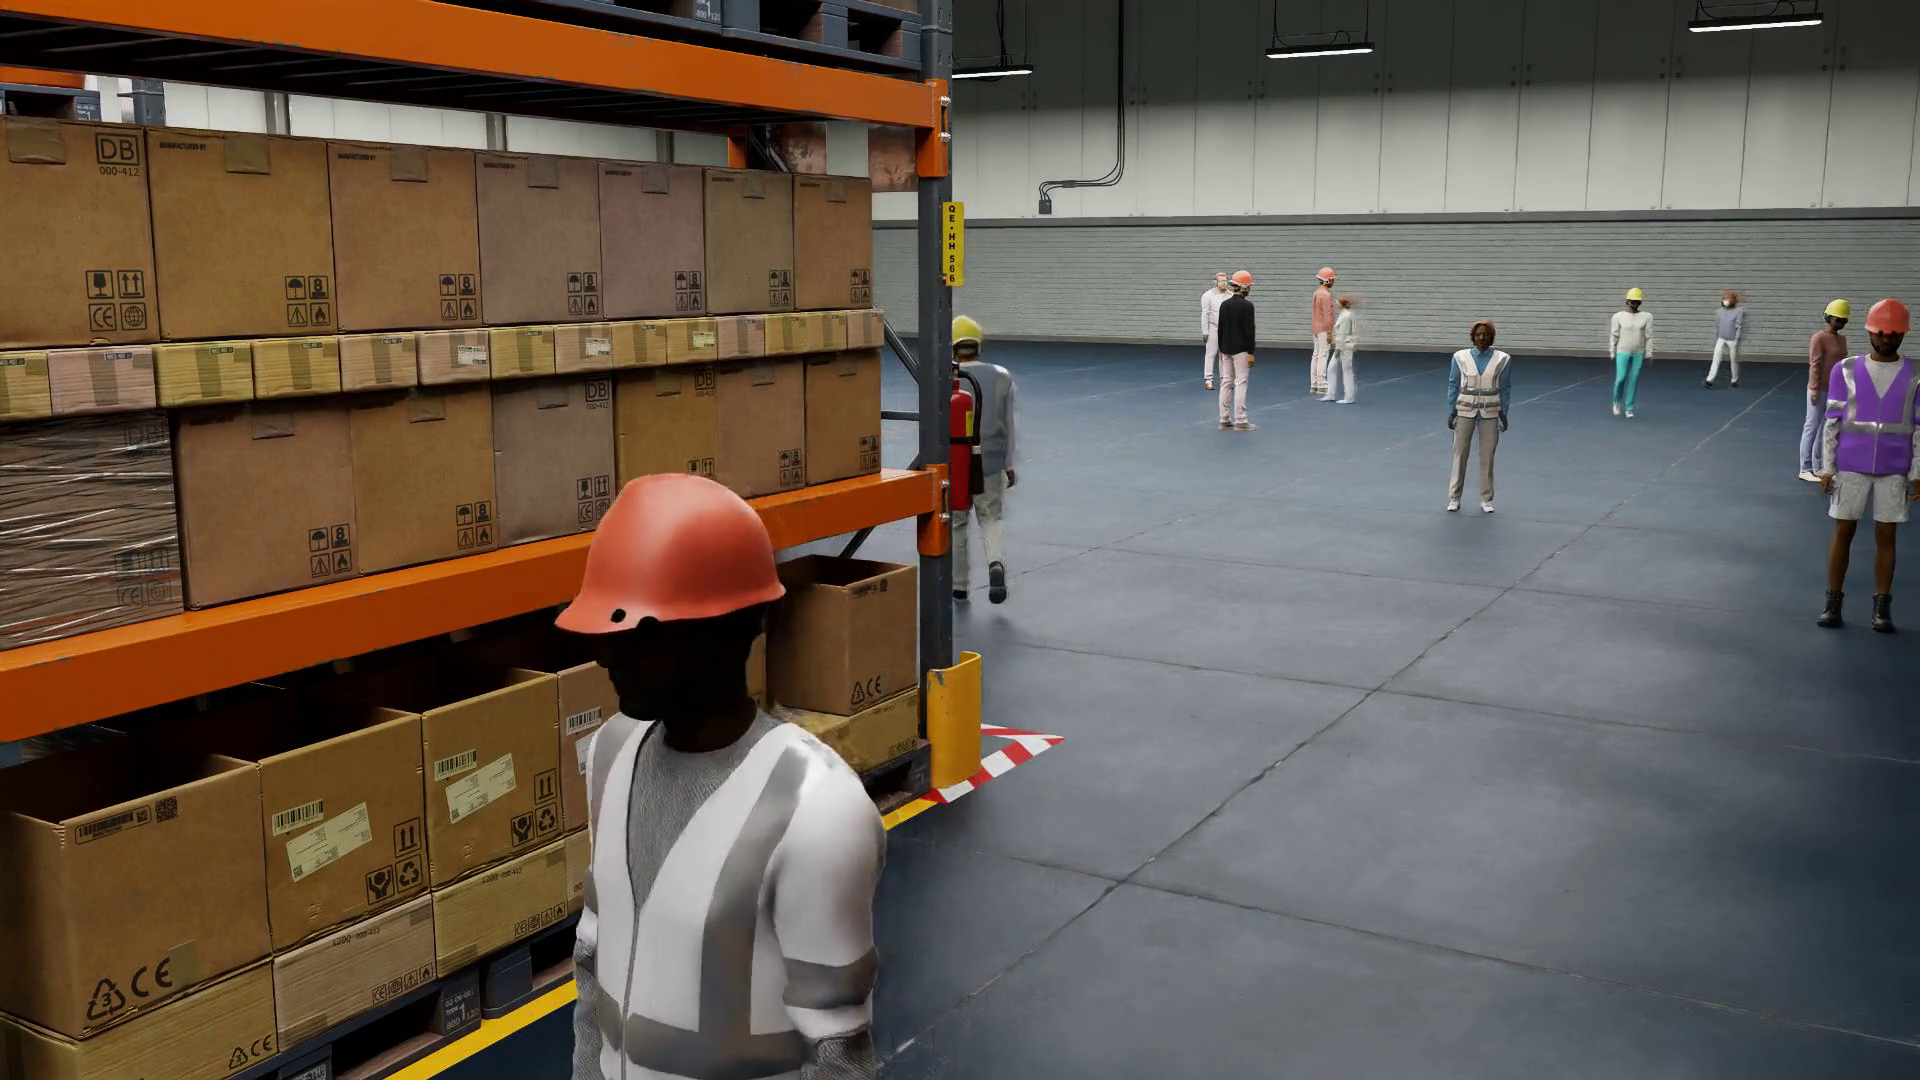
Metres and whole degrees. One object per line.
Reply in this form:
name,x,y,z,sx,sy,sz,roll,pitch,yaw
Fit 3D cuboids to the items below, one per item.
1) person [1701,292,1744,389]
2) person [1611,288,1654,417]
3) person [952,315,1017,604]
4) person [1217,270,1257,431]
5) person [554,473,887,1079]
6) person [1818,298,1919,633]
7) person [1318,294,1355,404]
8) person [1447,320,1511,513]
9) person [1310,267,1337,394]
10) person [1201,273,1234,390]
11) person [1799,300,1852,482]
person,12.528,-3.250,27.191,0.859,1.587,0.507,-8,12,-39
person,9.064,-2.517,22.437,0.528,1.752,0.397,2,10,10
person,0.069,-0.471,10.252,0.611,1.816,0.597,-2,10,-13
person,3.479,-2.362,20.803,0.395,1.994,0.613,-6,11,-31
person,-0.322,0.835,2.367,0.931,1.904,0.557,-10,14,-44
person,5.302,-0.428,9.661,0.558,1.933,0.375,5,11,26
person,5.541,-2.810,24.496,0.645,1.613,0.547,1,10,8
person,4.409,-1.052,14.164,0.512,1.642,0.312,3,10,14
person,5.758,-3.306,26.332,0.377,1.995,0.612,-1,10,-8
person,4.249,-3.402,27.154,0.641,1.908,0.407,-4,10,-20
person,8.398,-1.439,16.091,0.523,1.760,0.328,-6,12,-33
